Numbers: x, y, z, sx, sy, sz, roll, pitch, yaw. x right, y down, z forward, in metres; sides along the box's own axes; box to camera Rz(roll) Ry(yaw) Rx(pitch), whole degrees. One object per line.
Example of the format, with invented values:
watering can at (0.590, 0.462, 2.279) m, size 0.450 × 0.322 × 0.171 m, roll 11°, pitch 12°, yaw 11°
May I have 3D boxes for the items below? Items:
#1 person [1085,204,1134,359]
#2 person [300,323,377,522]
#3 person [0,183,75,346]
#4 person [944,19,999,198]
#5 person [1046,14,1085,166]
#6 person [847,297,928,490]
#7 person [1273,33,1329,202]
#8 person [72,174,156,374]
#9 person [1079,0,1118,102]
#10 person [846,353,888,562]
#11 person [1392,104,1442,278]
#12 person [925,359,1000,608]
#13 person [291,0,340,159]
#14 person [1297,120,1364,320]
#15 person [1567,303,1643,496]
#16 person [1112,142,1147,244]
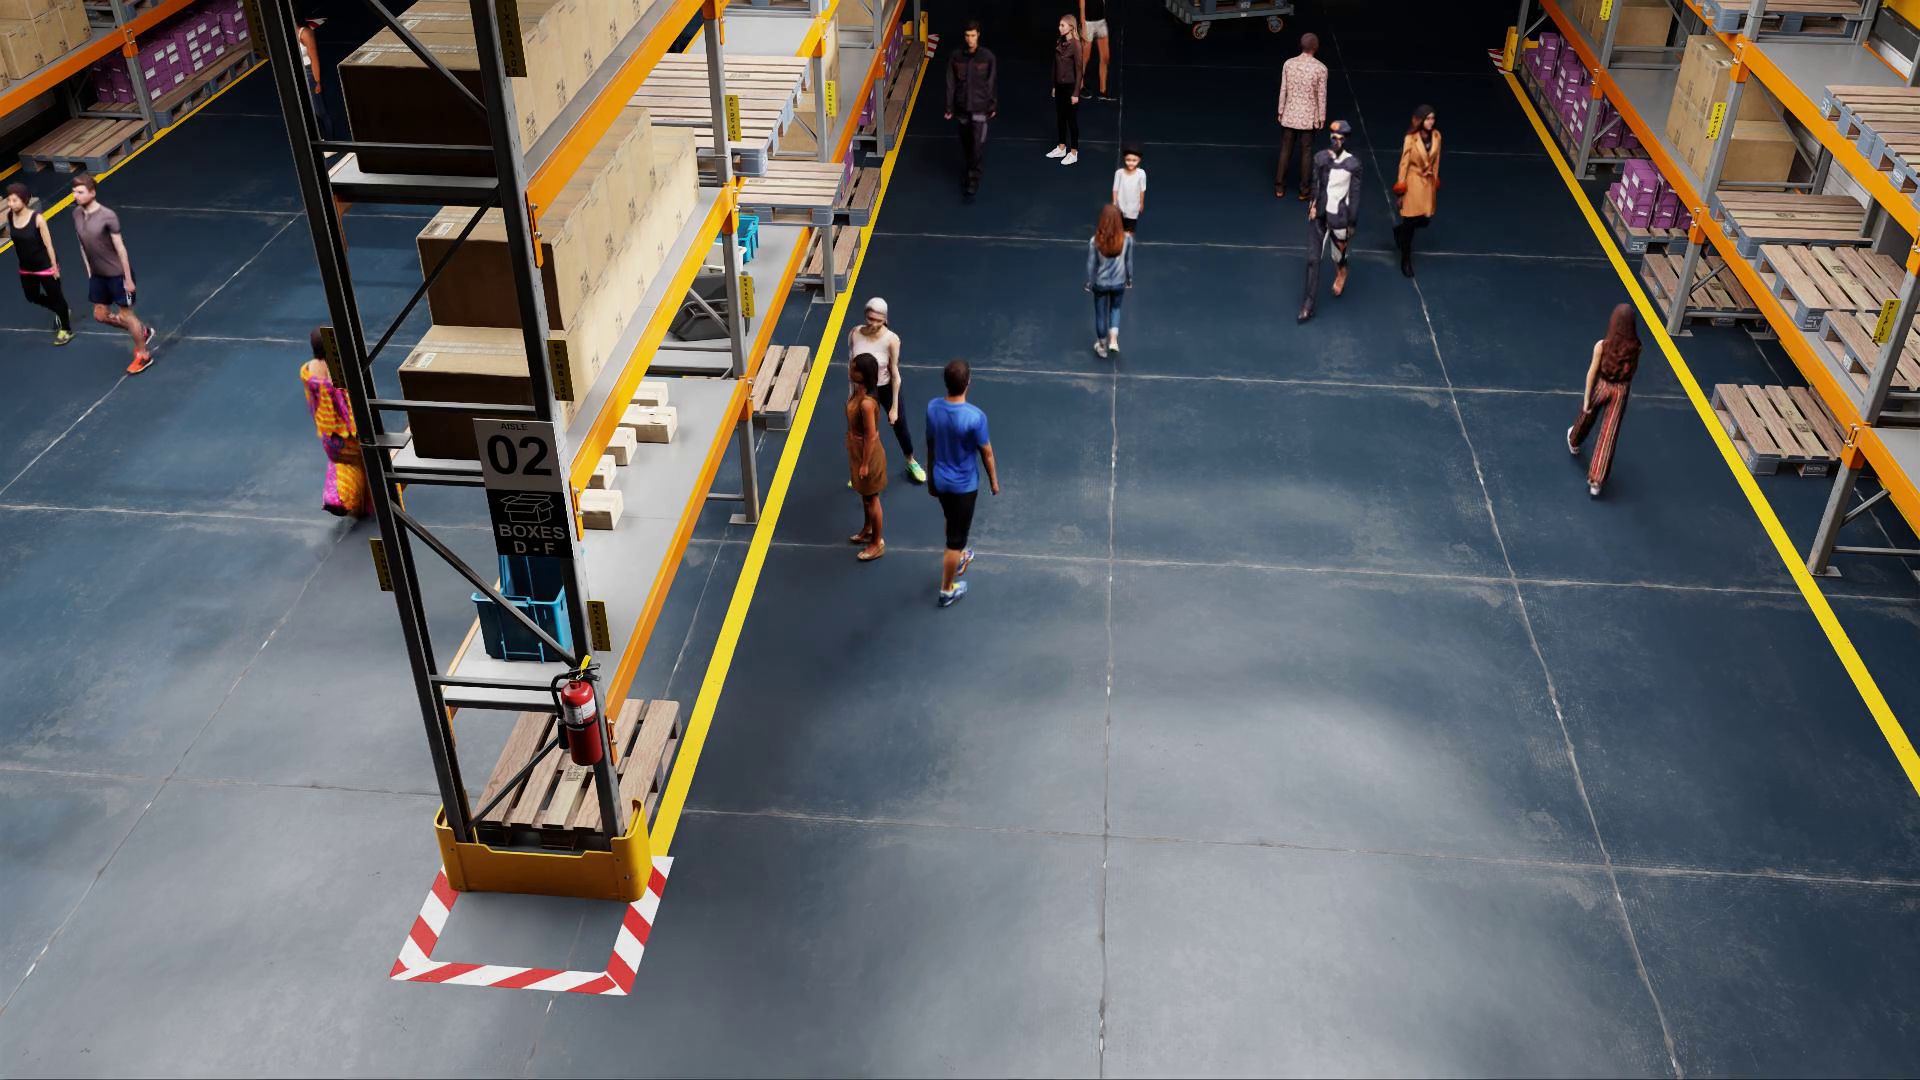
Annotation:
person at (1.356, -2.294, 14.984) m, size 0.631 × 1.467 × 0.633 m, roll -4°, pitch 34°, yaw -6°
person at (-4.703, -0.874, 12.666) m, size 0.663 × 1.668 × 0.839 m, roll 5°, pitch 34°, yaw 8°
person at (-8.463, -2.585, 15.351) m, size 0.574 × 1.545 × 0.634 m, roll 6°, pitch 34°, yaw 9°
person at (0.147, -4.813, 18.385) m, size 0.826 × 1.897 × 1.253 m, roll 7°, pitch 34°, yaw 10°
person at (1.239, -5.195, 19.135) m, size 0.730 × 1.704 × 0.646 m, roll -21°, pitch 39°, yaw -28°
person at (-0.679, -1.146, 13.057) m, size 0.851 × 1.688 × 0.860 m, roll 23°, pitch 40°, yaw 31°
person at (3.724, -4.628, 18.189) m, size 0.772 × 1.807 × 0.740 m, roll 17°, pitch 37°, yaw 23°
person at (-7.490, -2.396, 14.801) m, size 0.749 × 1.839 × 0.787 m, roll 11°, pitch 35°, yaw 16°
person at (1.615, -6.511, 21.007) m, size 0.901 × 1.824 × 0.983 m, roll -21°, pitch 39°, yaw -28°
person at (-0.694, -0.623, 12.269) m, size 0.679 × 1.690 × 0.546 m, roll -8°, pitch 34°, yaw -11°
person at (4.502, -3.513, 16.601) m, size 0.855 × 1.708 × 0.956 m, roll -9°, pitch 35°, yaw -13°
person at (-0.082, -0.345, 11.715) m, size 0.865 × 1.839 × 1.019 m, roll 20°, pitch 38°, yaw 27°
person at (-7.566, -5.354, 19.280) m, size 0.747 × 1.808 × 0.771 m, roll 22°, pitch 40°, yaw 30°
person at (3.565, -3.071, 15.800) m, size 1.046 × 1.858 × 1.309 m, roll 18°, pitch 38°, yaw 25°
person at (5.135, -1.085, 13.123) m, size 0.586 × 1.513 × 1.071 m, roll 5°, pitch 34°, yaw 7°
person at (1.712, -3.463, 16.951) m, size 0.569 × 1.236 × 0.906 m, roll 8°, pitch 34°, yaw 11°
